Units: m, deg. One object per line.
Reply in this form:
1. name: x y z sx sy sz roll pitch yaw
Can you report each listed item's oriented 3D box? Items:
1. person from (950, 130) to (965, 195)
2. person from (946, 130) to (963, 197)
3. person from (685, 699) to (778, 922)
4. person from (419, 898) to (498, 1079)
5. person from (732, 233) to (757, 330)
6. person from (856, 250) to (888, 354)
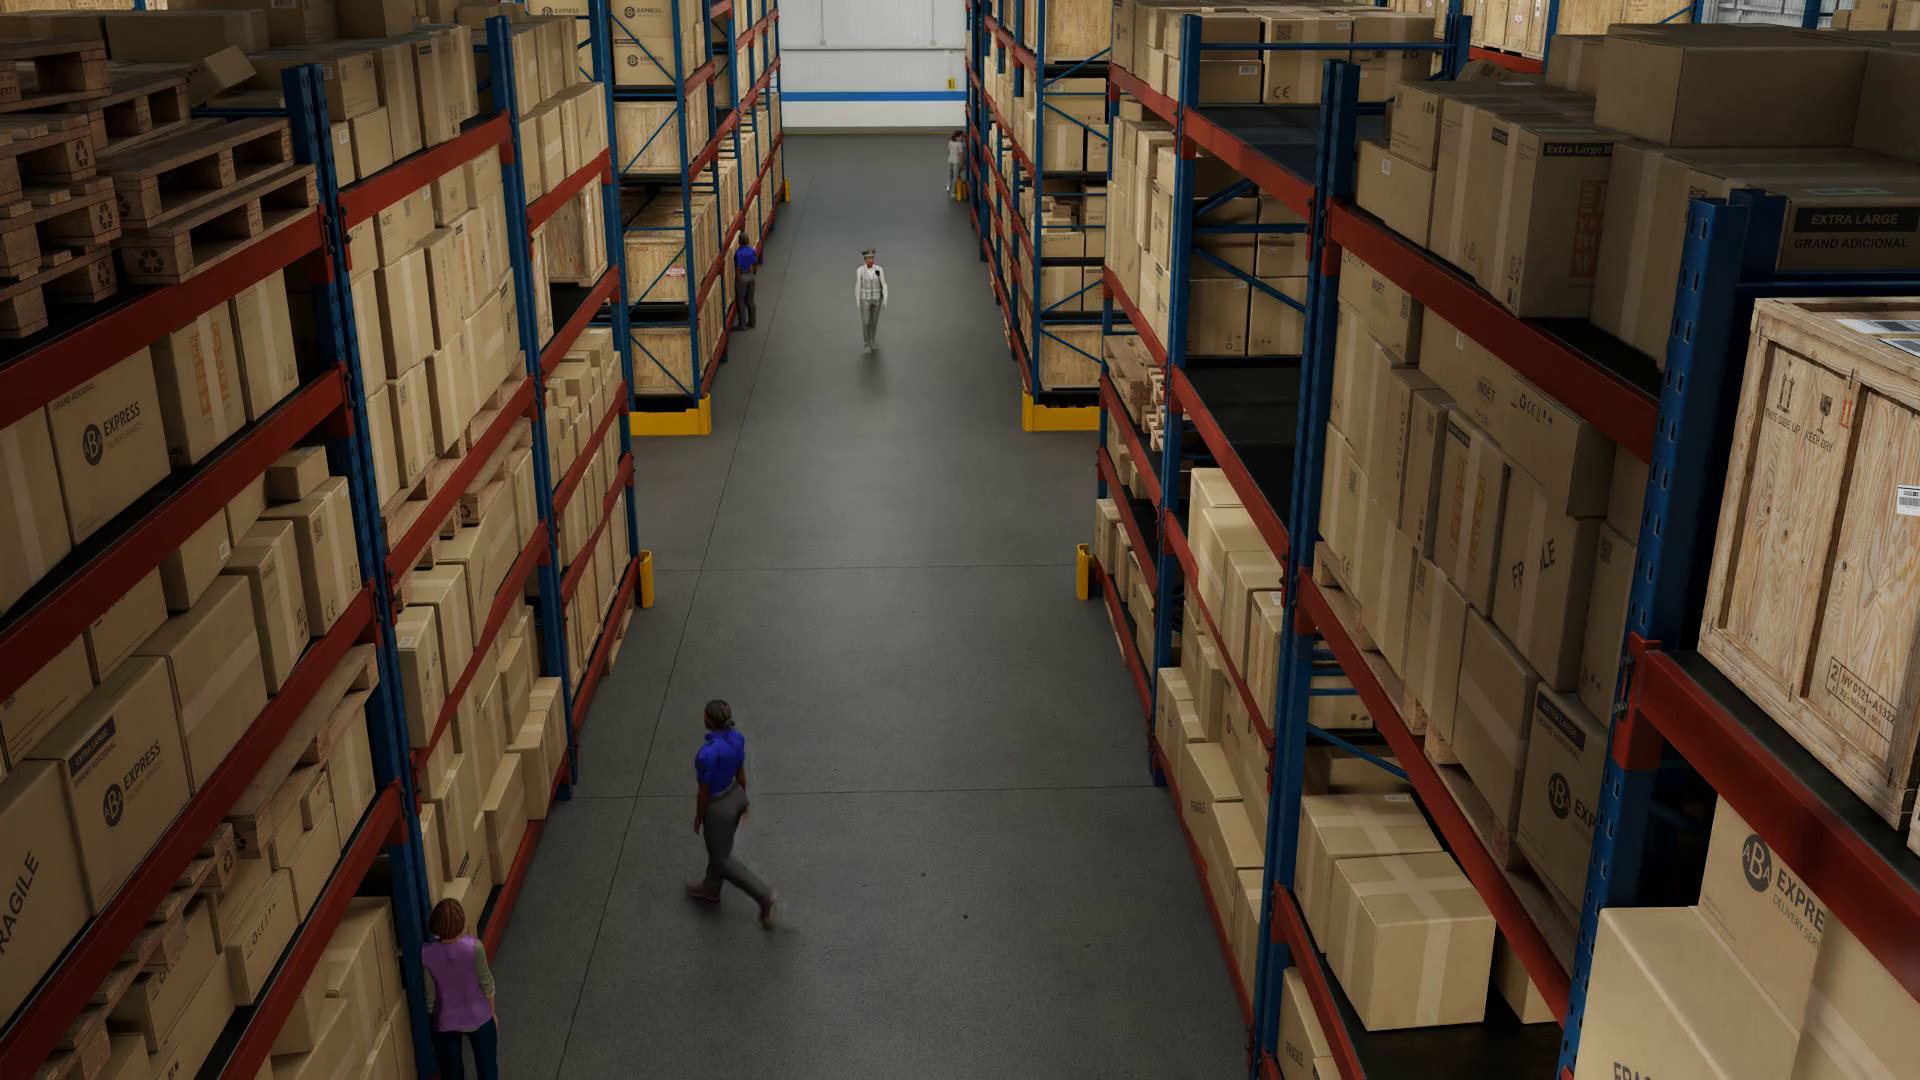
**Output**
1. person: -0.110 -9.596 42.348 0.459 1.637 0.590 -10 23 -25
2. person: -0.104 -9.545 42.163 0.501 1.673 0.448 15 25 34
3. person: -1.631 1.878 11.642 0.860 1.620 0.470 8 22 21
4. person: -2.828 2.719 9.445 0.401 1.601 0.328 -5 21 -12
5. person: -3.724 -4.463 28.611 0.355 1.658 0.437 17 26 38
6. person: -1.406 -3.868 26.934 0.502 1.669 0.765 -5 21 -14
